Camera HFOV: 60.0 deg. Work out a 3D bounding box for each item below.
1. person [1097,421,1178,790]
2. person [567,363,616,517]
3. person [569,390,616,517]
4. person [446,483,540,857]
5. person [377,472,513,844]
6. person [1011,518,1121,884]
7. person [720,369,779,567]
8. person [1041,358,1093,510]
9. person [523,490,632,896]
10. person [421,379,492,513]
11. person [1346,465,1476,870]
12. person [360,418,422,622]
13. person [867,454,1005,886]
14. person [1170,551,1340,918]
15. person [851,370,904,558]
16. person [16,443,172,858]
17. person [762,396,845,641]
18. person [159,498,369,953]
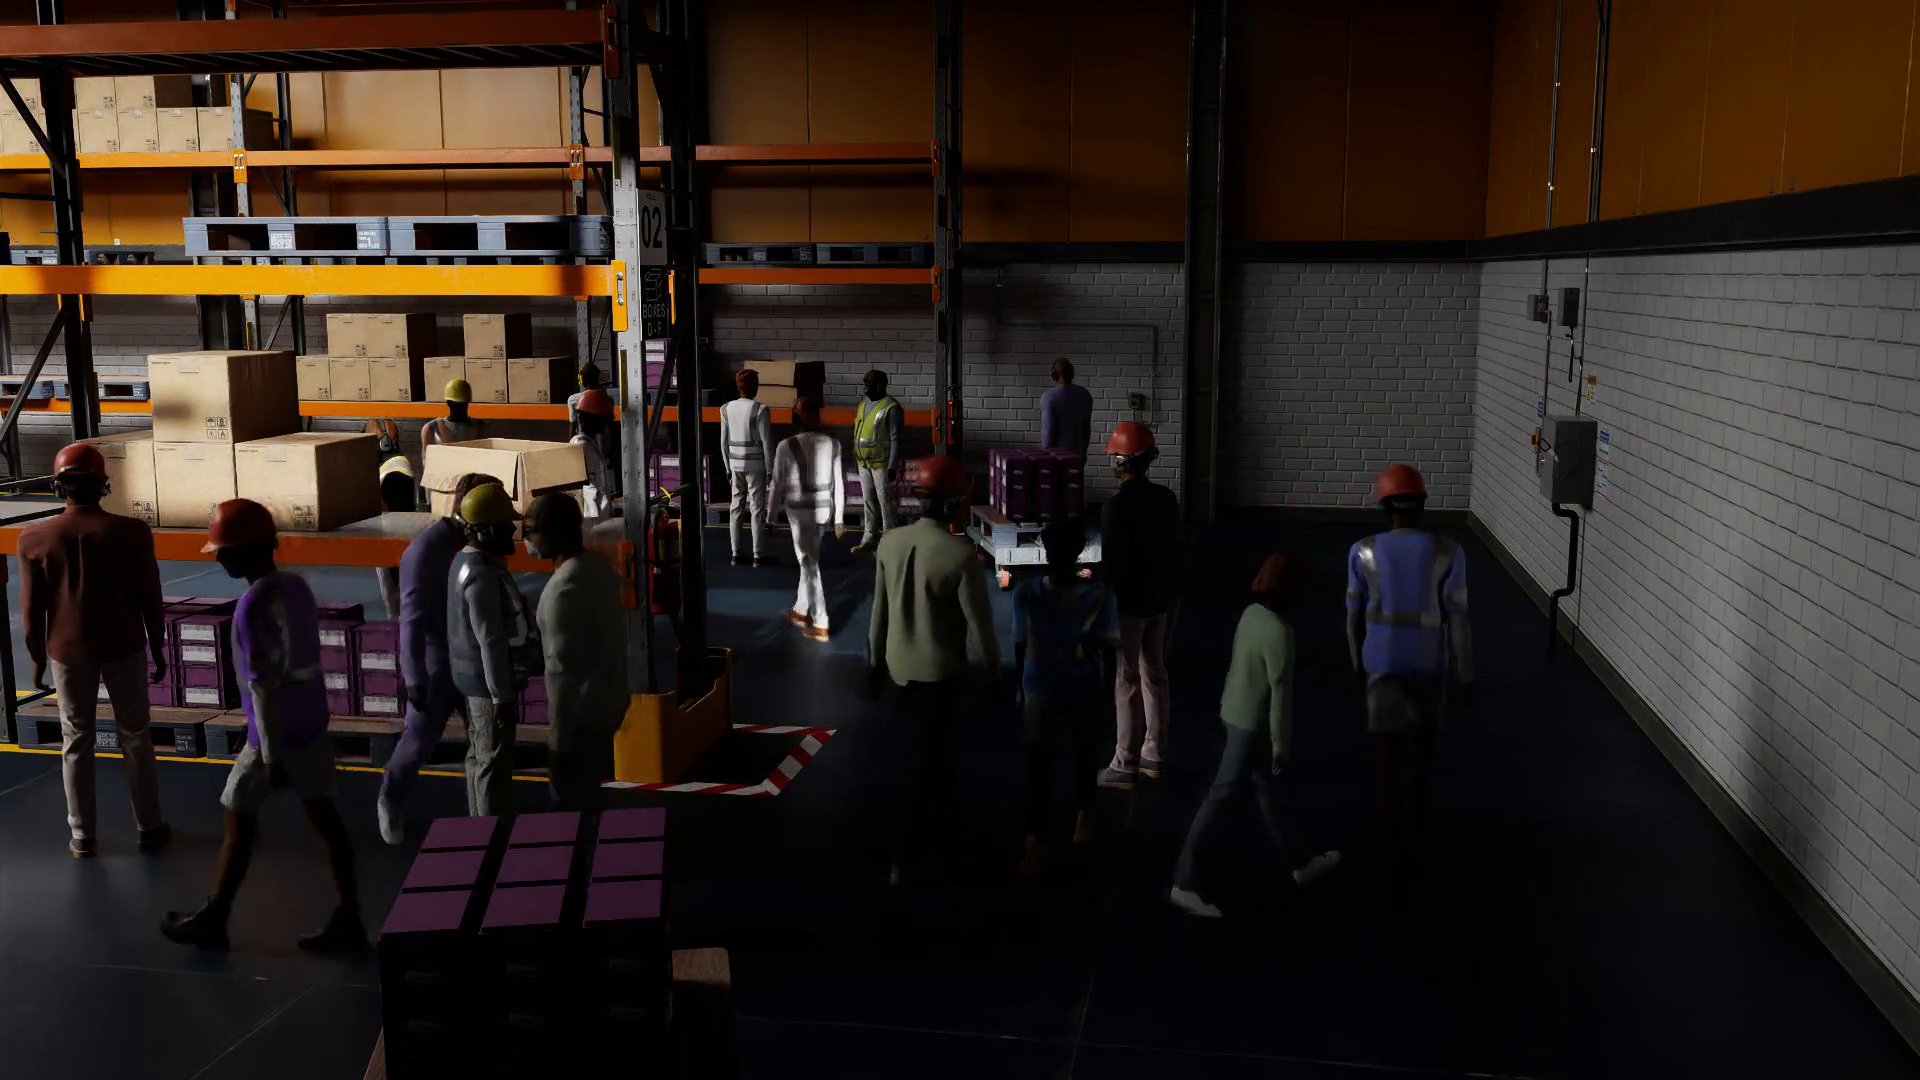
[{"bbox_3d":[0.935,0.353,9.032,0.378,1.996,0.611,8,12,41],"label":"person"},{"bbox_3d":[-3.825,-0.905,17.281,0.501,1.862,0.328,-5,11,-30],"label":"person"},{"bbox_3d":[-2.724,-0.151,12.373,0.374,1.928,0.542,-3,10,-17],"label":"person"},{"bbox_3d":[-2.157,0.646,7.721,0.404,1.833,0.590,-4,10,-24],"label":"person"},{"bbox_3d":[-2.464,0.592,7.994,0.941,1.855,0.718,6,11,31],"label":"person"},{"bbox_3d":[0.492,0.713,7.861,0.537,1.663,0.794,2,9,13],"label":"person"},{"bbox_3d":[-1.998,-0.678,15.782,0.574,1.883,0.355,5,10,28],"label":"person"},{"bbox_3d":[1.057,-0.866,16.795,0.628,1.933,0.378,-6,11,-35],"label":"person"},{"bbox_3d":[-1.561,0.737,6.888,0.443,1.915,0.658,0,9,2],"label":"person"},{"bbox_3d":[-4.166,-0.387,13.869,0.587,1.918,0.406,-6,11,-32],"label":"person"},{"bbox_3d":[2.163,0.579,8.018,0.605,1.863,0.992,3,10,16],"label":"person"},{"bbox_3d":[-3.802,0.100,11.118,0.429,1.836,0.625,-4,10,-23],"label":"person"},{"bbox_3d":[-0.036,0.575,7.772,0.665,1.950,0.938,8,12,42],"label":"person"},{"bbox_3d":[1.335,0.837,7.315,0.887,1.577,0.590,-1,9,-6],"label":"person"},{"bbox_3d":[-0.825,-0.752,16.364,0.429,1.845,0.621,-8,12,-40],"label":"person"},{"bbox_3d":[-4.132,0.528,7.976,0.611,1.986,0.393,-4,10,-21],"label":"person"},{"bbox_3d":[-1.250,-0.180,12.801,0.580,1.852,0.886,-8,12,-42],"label":"person"},{"bbox_3d":[-2.880,0.763,6.812,0.962,1.882,0.543,1,9,8],"label":"person"}]
